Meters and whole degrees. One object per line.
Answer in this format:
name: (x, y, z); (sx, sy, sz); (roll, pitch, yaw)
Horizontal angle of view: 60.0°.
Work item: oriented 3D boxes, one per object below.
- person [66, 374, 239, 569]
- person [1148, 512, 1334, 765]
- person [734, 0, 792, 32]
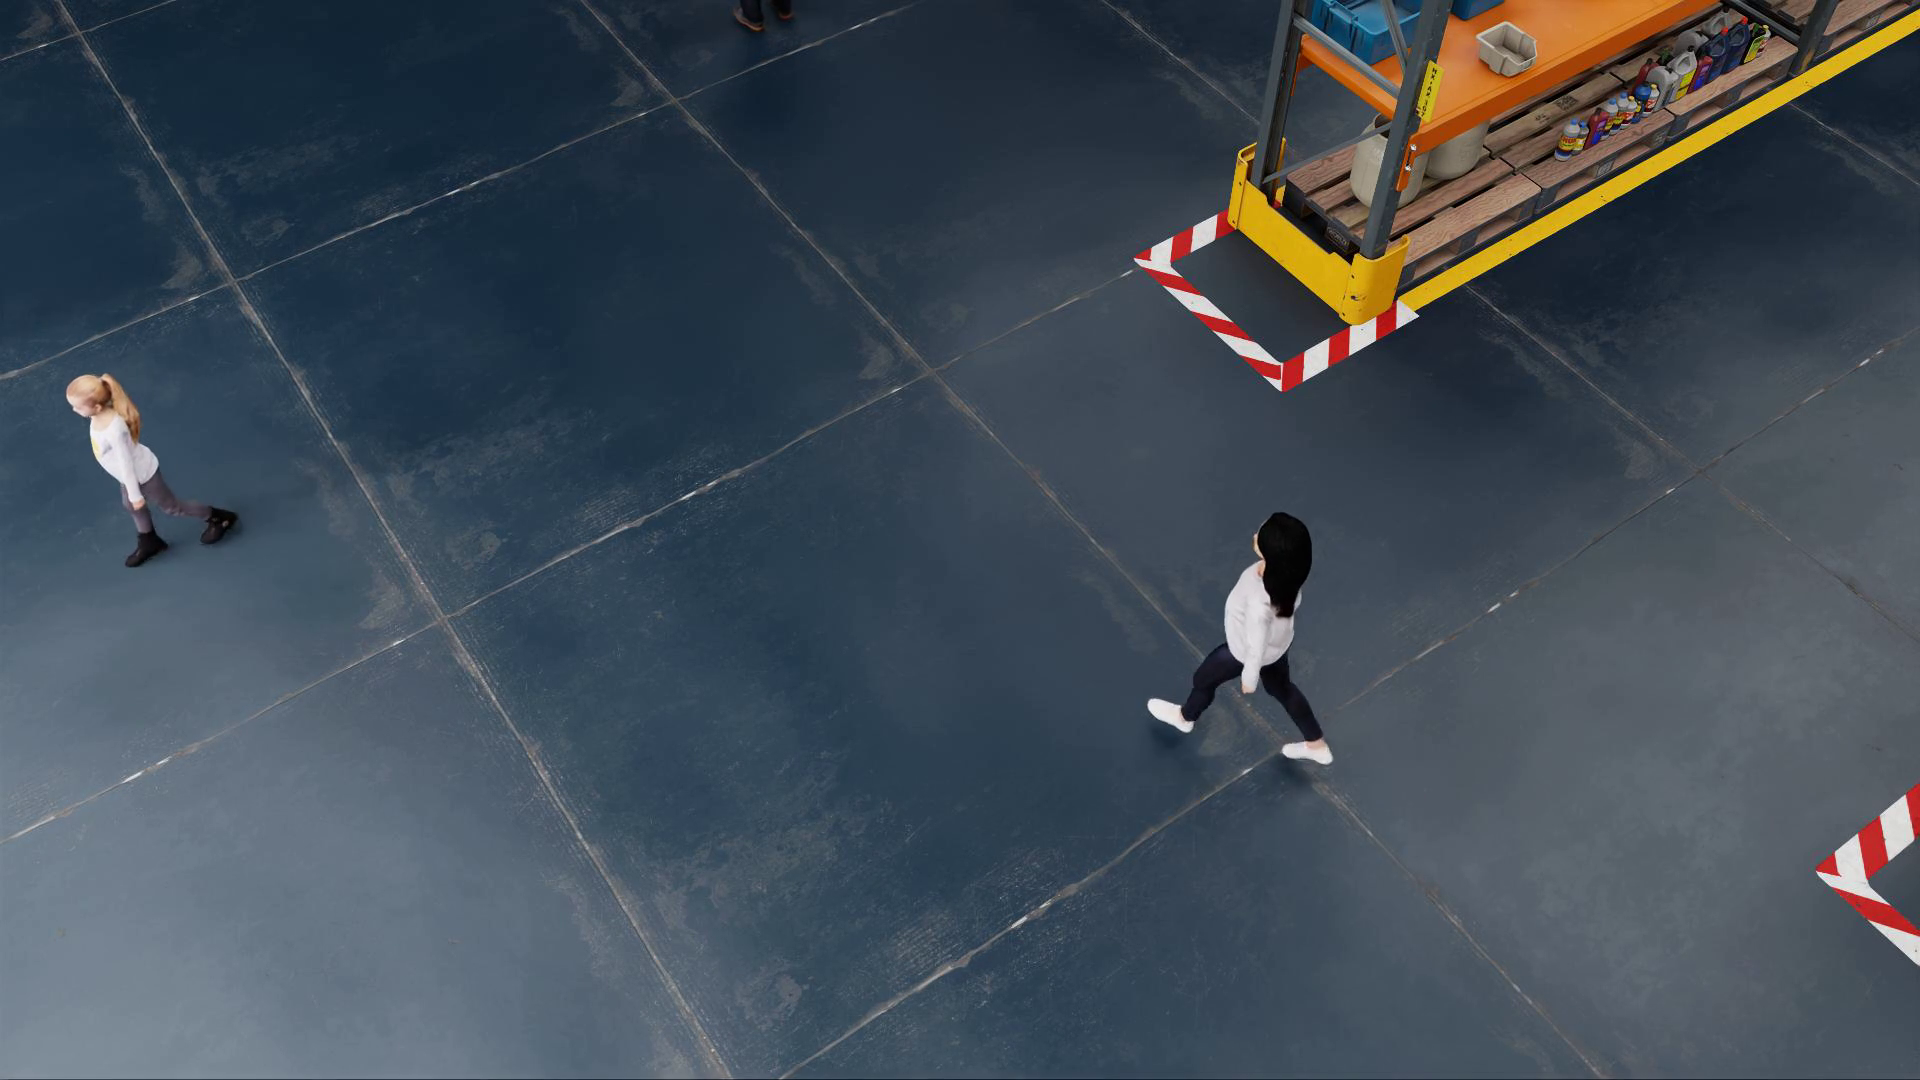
person: (-3.992, -0.367, 8.207); (0.803, 1.271, 0.501); (-29, 58, -21)
person: (1.394, 0.492, 7.297); (1.012, 1.659, 1.156); (25, 56, 18)
person: (-1.357, -4.186, 10.821); (0.493, 1.815, 0.716); (-28, 57, -20)
